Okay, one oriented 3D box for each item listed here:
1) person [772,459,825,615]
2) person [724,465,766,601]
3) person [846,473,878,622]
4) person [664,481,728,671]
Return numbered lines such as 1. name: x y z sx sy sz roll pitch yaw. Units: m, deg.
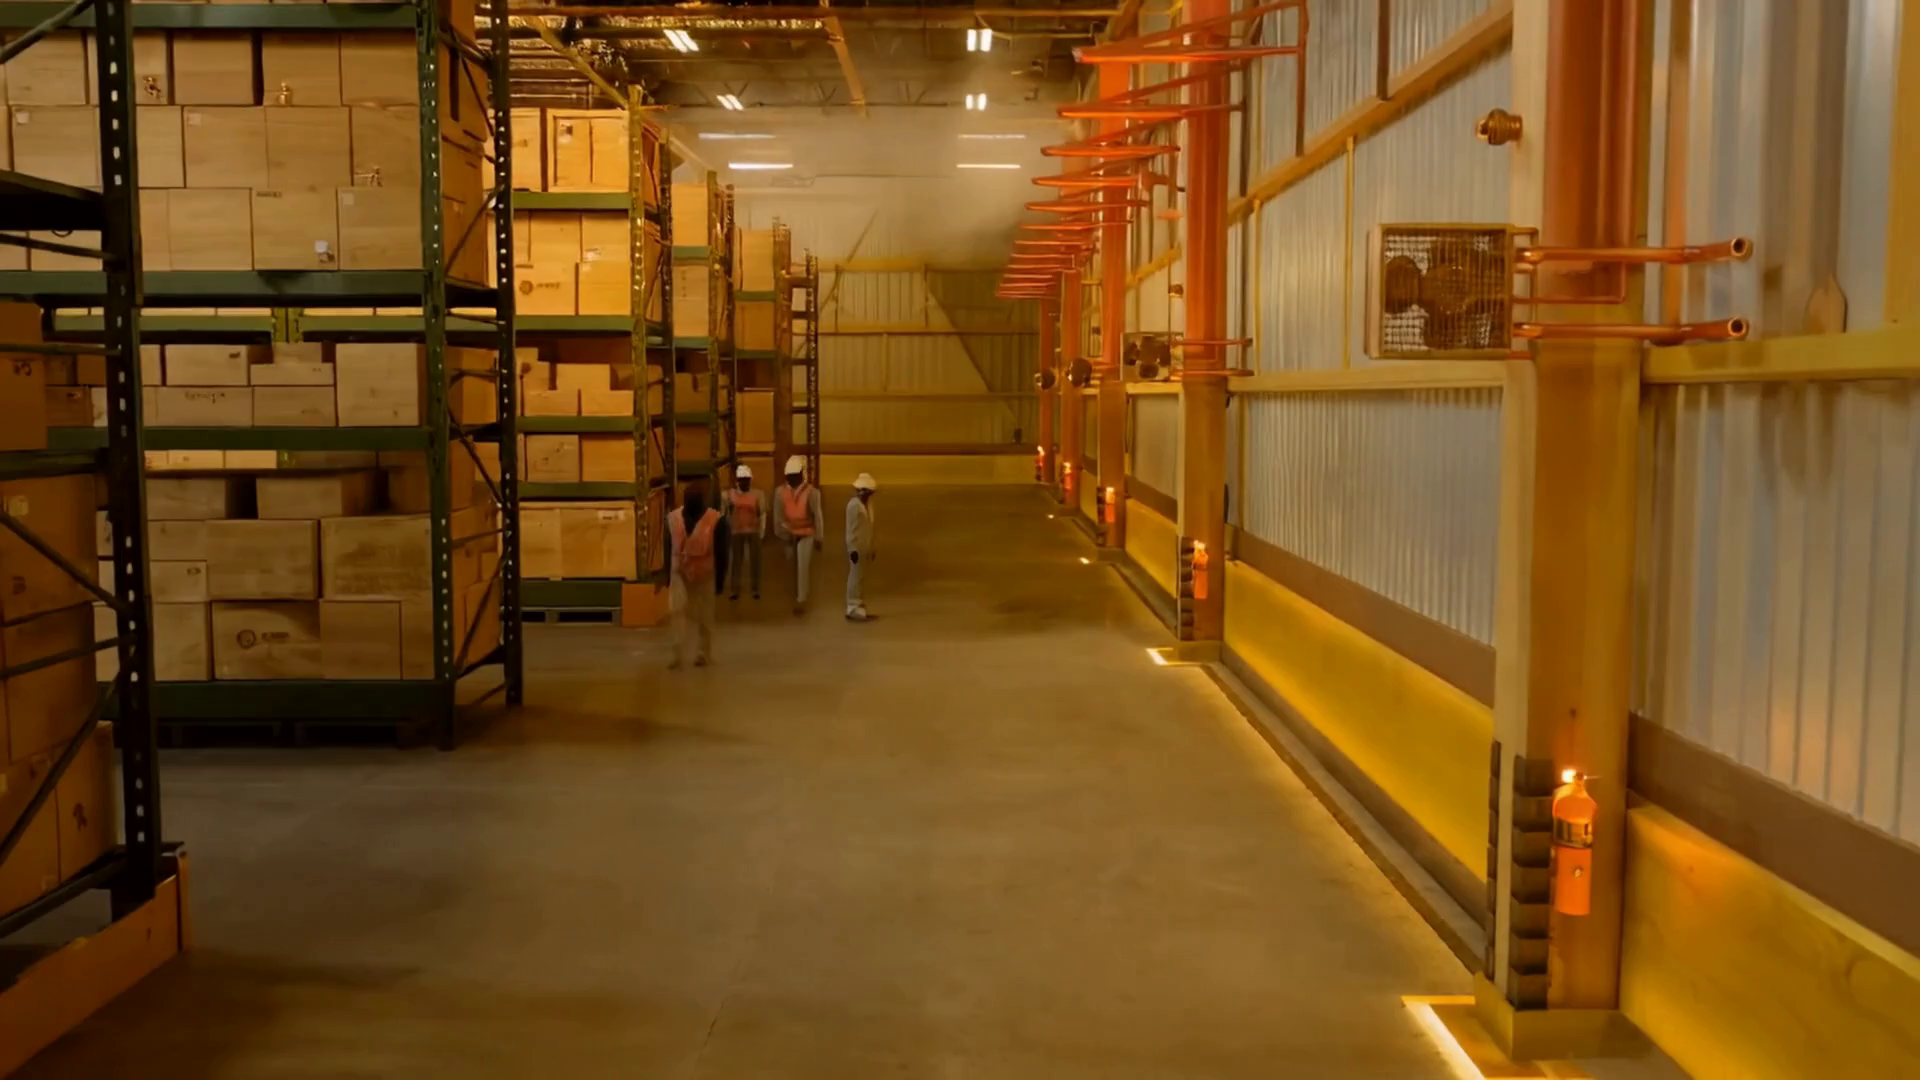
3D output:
1. person: -1.966 -0.040 20.232 0.602 1.880 1.078 1 5 8
2. person: -2.757 -0.084 21.325 0.533 1.765 0.322 0 5 0
3. person: -1.126 0.082 19.511 0.360 1.742 0.581 2 5 22
4. person: -2.557 0.355 15.889 0.661 1.815 0.735 1 5 9
